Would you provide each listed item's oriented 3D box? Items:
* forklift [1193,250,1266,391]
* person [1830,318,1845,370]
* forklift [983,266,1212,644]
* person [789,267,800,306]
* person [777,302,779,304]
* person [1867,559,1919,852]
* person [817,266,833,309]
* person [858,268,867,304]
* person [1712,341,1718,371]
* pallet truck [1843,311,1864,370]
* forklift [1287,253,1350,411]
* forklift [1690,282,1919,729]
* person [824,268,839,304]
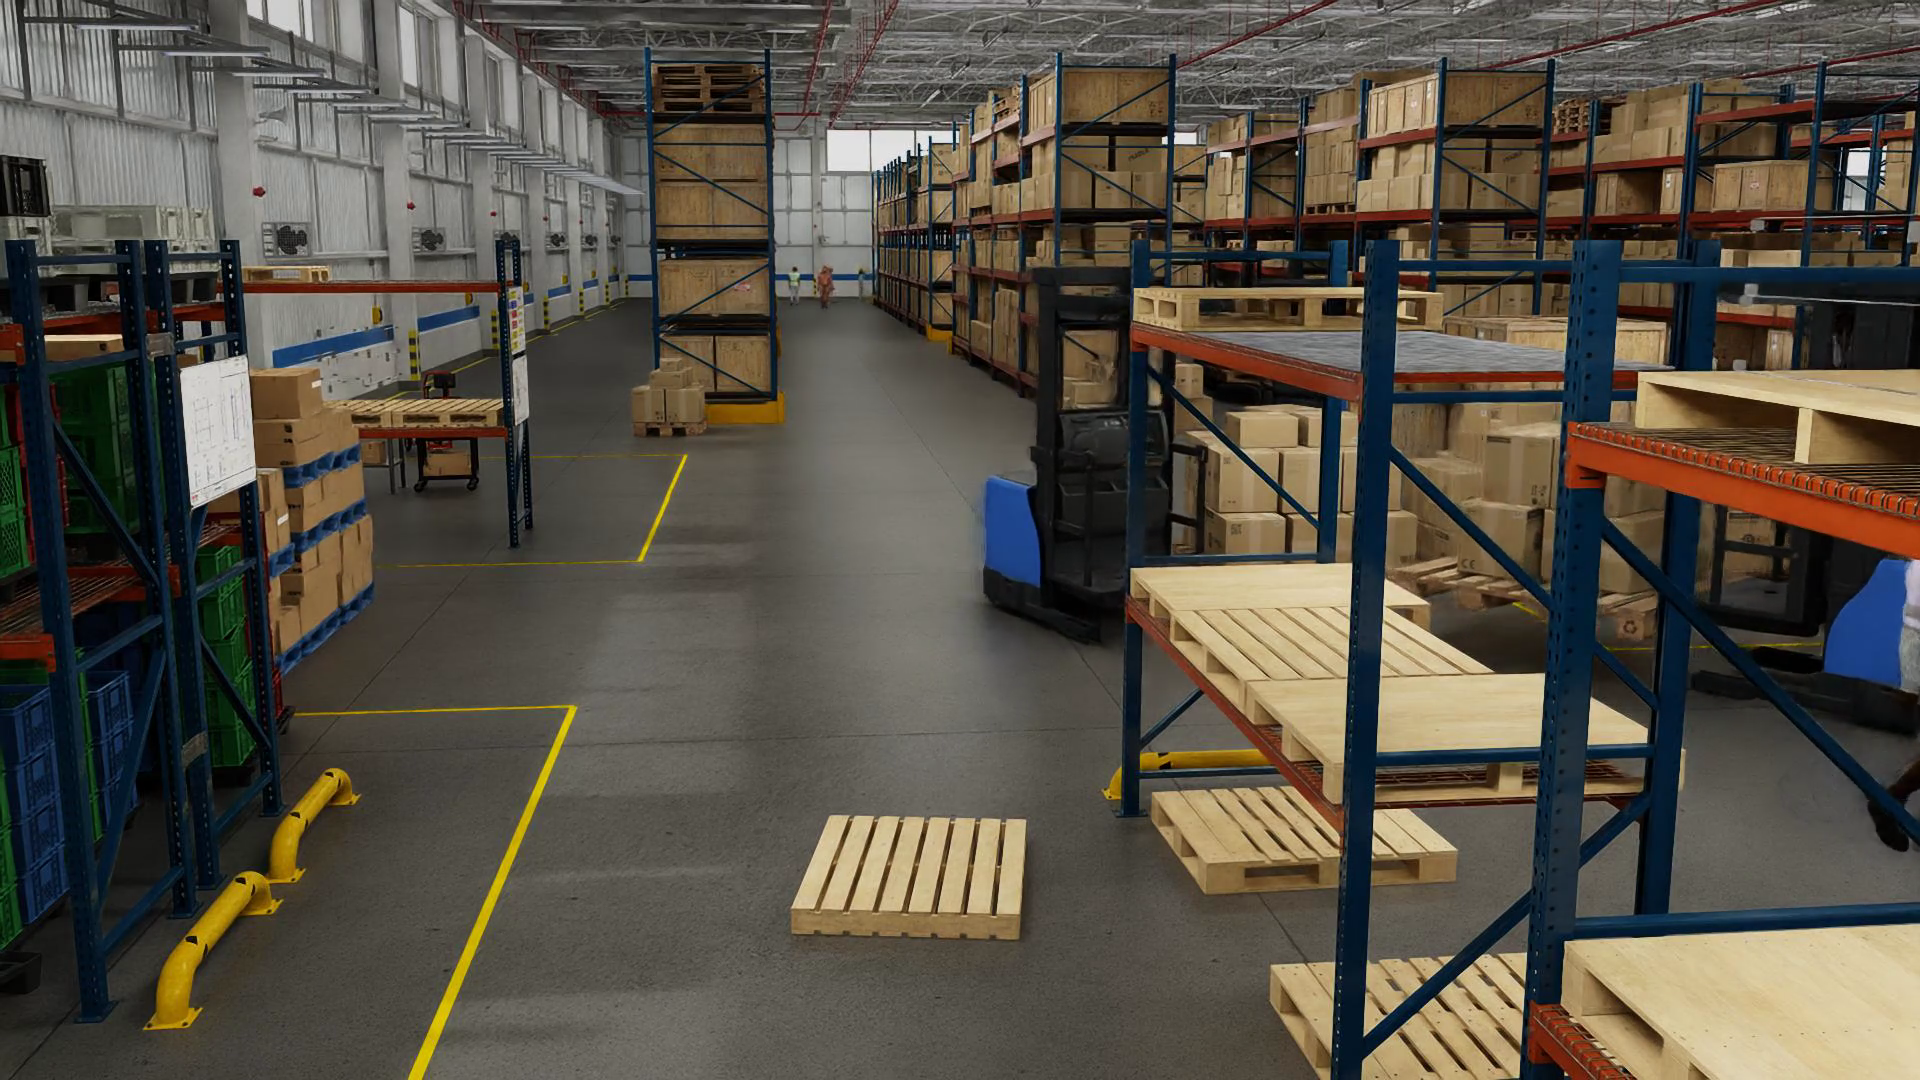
[{"bbox_3d":[5.477,-4.511,33.929,1.129,2.768,1.873,-1,10,-6],"label":"forklift"},{"bbox_3d":[12.594,-2.263,24.176,0.388,1.910,0.591,7,12,32],"label":"person"},{"bbox_3d":[1.036,-0.767,13.185,1.129,2.768,1.873,-5,11,-25],"label":"forklift"},{"bbox_3d":[-7.715,-11.814,77.401,0.579,1.811,0.885,2,10,9],"label":"person"},{"bbox_3d":[-9.013,-11.960,77.814,1.017,1.939,0.640,-1,10,-5],"label":"person"},{"bbox_3d":[4.790,0.648,8.016,0.552,1.924,0.445,-4,11,-21],"label":"person"},{"bbox_3d":[-5.977,-11.167,73.612,0.679,1.860,0.951,-1,10,-6],"label":"person"},{"bbox_3d":[-4.662,-11.961,78.418,0.400,1.730,0.489,-2,10,-9],"label":"person"},{"bbox_3d":[10.579,-2.048,23.721,0.511,1.641,0.308,-5,11,-25],"label":"person"},{"bbox_3d":[15.846,-3.142,28.793,1.885,1.965,0.823,2,10,12],"label":"pallet truck"},{"bbox_3d":[5.714,-3.212,26.729,1.129,2.768,1.873,8,13,37],"label":"forklift"},{"bbox_3d":[5.923,-0.295,10.567,1.129,2.768,1.873,-9,14,-42],"label":"forklift"},{"bbox_3d":[-6.212,-12.152,79.542,0.915,1.699,0.582,-5,12,-27],"label":"person"}]
